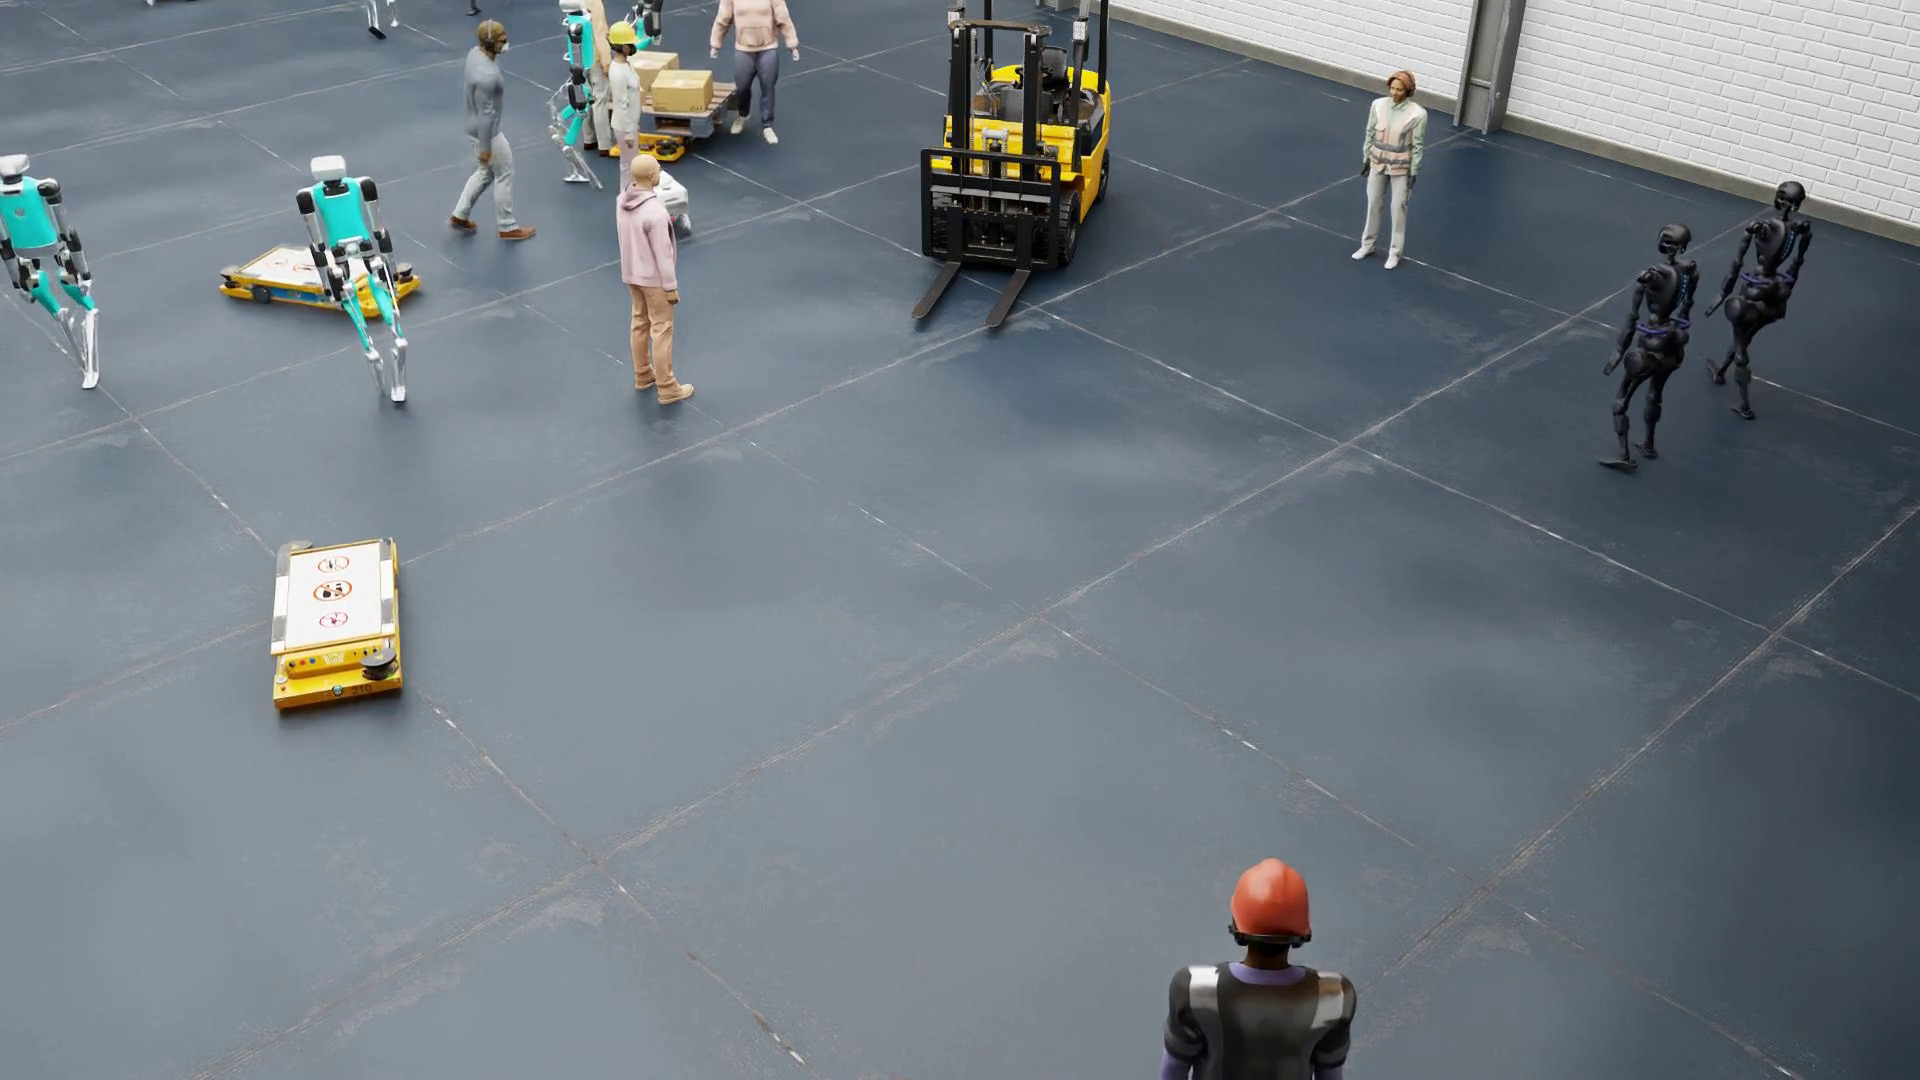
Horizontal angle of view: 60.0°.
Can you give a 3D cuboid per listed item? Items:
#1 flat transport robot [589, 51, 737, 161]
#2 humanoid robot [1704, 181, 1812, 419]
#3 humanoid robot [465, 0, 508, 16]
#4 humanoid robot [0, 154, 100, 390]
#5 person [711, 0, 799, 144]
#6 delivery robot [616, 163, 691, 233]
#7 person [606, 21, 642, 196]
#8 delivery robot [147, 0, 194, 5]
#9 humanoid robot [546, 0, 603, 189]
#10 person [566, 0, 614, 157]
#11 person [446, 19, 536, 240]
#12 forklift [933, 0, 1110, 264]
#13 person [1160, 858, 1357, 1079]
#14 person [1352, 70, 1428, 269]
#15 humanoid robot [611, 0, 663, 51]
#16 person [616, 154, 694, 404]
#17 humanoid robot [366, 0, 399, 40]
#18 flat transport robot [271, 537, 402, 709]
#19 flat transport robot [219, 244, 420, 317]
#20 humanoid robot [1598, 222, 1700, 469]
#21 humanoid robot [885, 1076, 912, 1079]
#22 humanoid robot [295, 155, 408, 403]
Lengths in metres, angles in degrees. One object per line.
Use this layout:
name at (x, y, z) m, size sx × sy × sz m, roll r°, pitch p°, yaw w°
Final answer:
flat transport robot at (-2.884, -4.082, 16.447) m, size 0.659 × 0.231 × 1.431 m, roll 7°, pitch 34°, yaw 11°
humanoid robot at (5.511, -1.721, 11.566) m, size 0.595 × 1.625 × 0.754 m, roll -7°, pitch 34°, yaw -11°
humanoid robot at (-5.795, -7.187, 19.958) m, size 0.612 × 1.640 × 0.694 m, roll 9°, pitch 34°, yaw 13°
humanoid robot at (-6.427, -1.930, 11.880) m, size 0.553 × 1.878 × 0.783 m, roll -6°, pitch 34°, yaw -9°
person at (-1.989, -4.795, 16.108) m, size 0.835 × 1.850 × 0.528 m, roll -4°, pitch 33°, yaw -6°
delivery robot at (-2.654, -3.004, 14.520) m, size 0.499 × 0.587 × 0.788 m, roll -19°, pitch 37°, yaw -26°
person at (-2.820, -3.558, 14.268) m, size 0.323 × 1.766 × 0.531 m, roll -3°, pitch 33°, yaw -4°
delivery robot at (-9.830, -6.962, 20.623) m, size 0.779 × 0.607 × 0.521 m, roll -16°, pitch 36°, yaw -23°
humanoid robot at (-3.578, -4.009, 15.026) m, size 0.719 × 1.816 × 0.553 m, roll 0°, pitch 33°, yaw 0°
person at (-3.499, -4.575, 15.734) m, size 0.390 × 1.875 × 0.559 m, roll -26°, pitch 41°, yaw -34°
person at (-4.030, -3.394, 13.906) m, size 0.713 × 1.897 × 0.647 m, roll -12°, pitch 35°, yaw -18°
forklift at (0.570, -3.725, 14.138) m, size 1.214 × 2.155 × 2.313 m, roll 9°, pitch 34°, yaw 13°
person at (0.970, 1.892, 5.657) m, size 0.601 × 2.035 × 0.413 m, roll 1°, pitch 33°, yaw 2°
person at (3.517, -3.031, 13.582) m, size 0.516 × 1.632 × 0.313 m, roll 25°, pitch 41°, yaw 33°
humanoid robot at (-3.290, -5.187, 16.795) m, size 0.749 × 1.761 × 0.536 m, roll -17°, pitch 37°, yaw -24°
person at (-2.167, -1.811, 11.580) m, size 0.408 × 1.775 × 0.526 m, roll -27°, pitch 41°, yaw -34°
humanoid robot at (-6.744, -6.668, 19.105) m, size 0.559 × 1.759 × 0.997 m, roll -2°, pitch 33°, yaw -4°
flat transport robot at (-3.562, 0.423, 9.523) m, size 0.659 × 0.231 × 1.431 m, roll -9°, pitch 34°, yaw -14°
flat transport robot at (-5.159, -2.091, 13.386) m, size 1.431 × 0.231 × 0.659 m, roll 10°, pitch 34°, yaw 15°
humanoid robot at (4.521, -1.254, 10.806) m, size 0.596 × 1.638 × 0.389 m, roll -15°, pitch 36°, yaw -22°
humanoid robot at (-0.175, 2.297, 5.354) m, size 0.524 × 1.642 × 0.589 m, roll 17°, pitch 37°, yaw 24°
humanoid robot at (-4.110, -1.663, 11.472) m, size 0.559 × 1.857 × 0.789 m, roll -14°, pitch 36°, yaw -21°
